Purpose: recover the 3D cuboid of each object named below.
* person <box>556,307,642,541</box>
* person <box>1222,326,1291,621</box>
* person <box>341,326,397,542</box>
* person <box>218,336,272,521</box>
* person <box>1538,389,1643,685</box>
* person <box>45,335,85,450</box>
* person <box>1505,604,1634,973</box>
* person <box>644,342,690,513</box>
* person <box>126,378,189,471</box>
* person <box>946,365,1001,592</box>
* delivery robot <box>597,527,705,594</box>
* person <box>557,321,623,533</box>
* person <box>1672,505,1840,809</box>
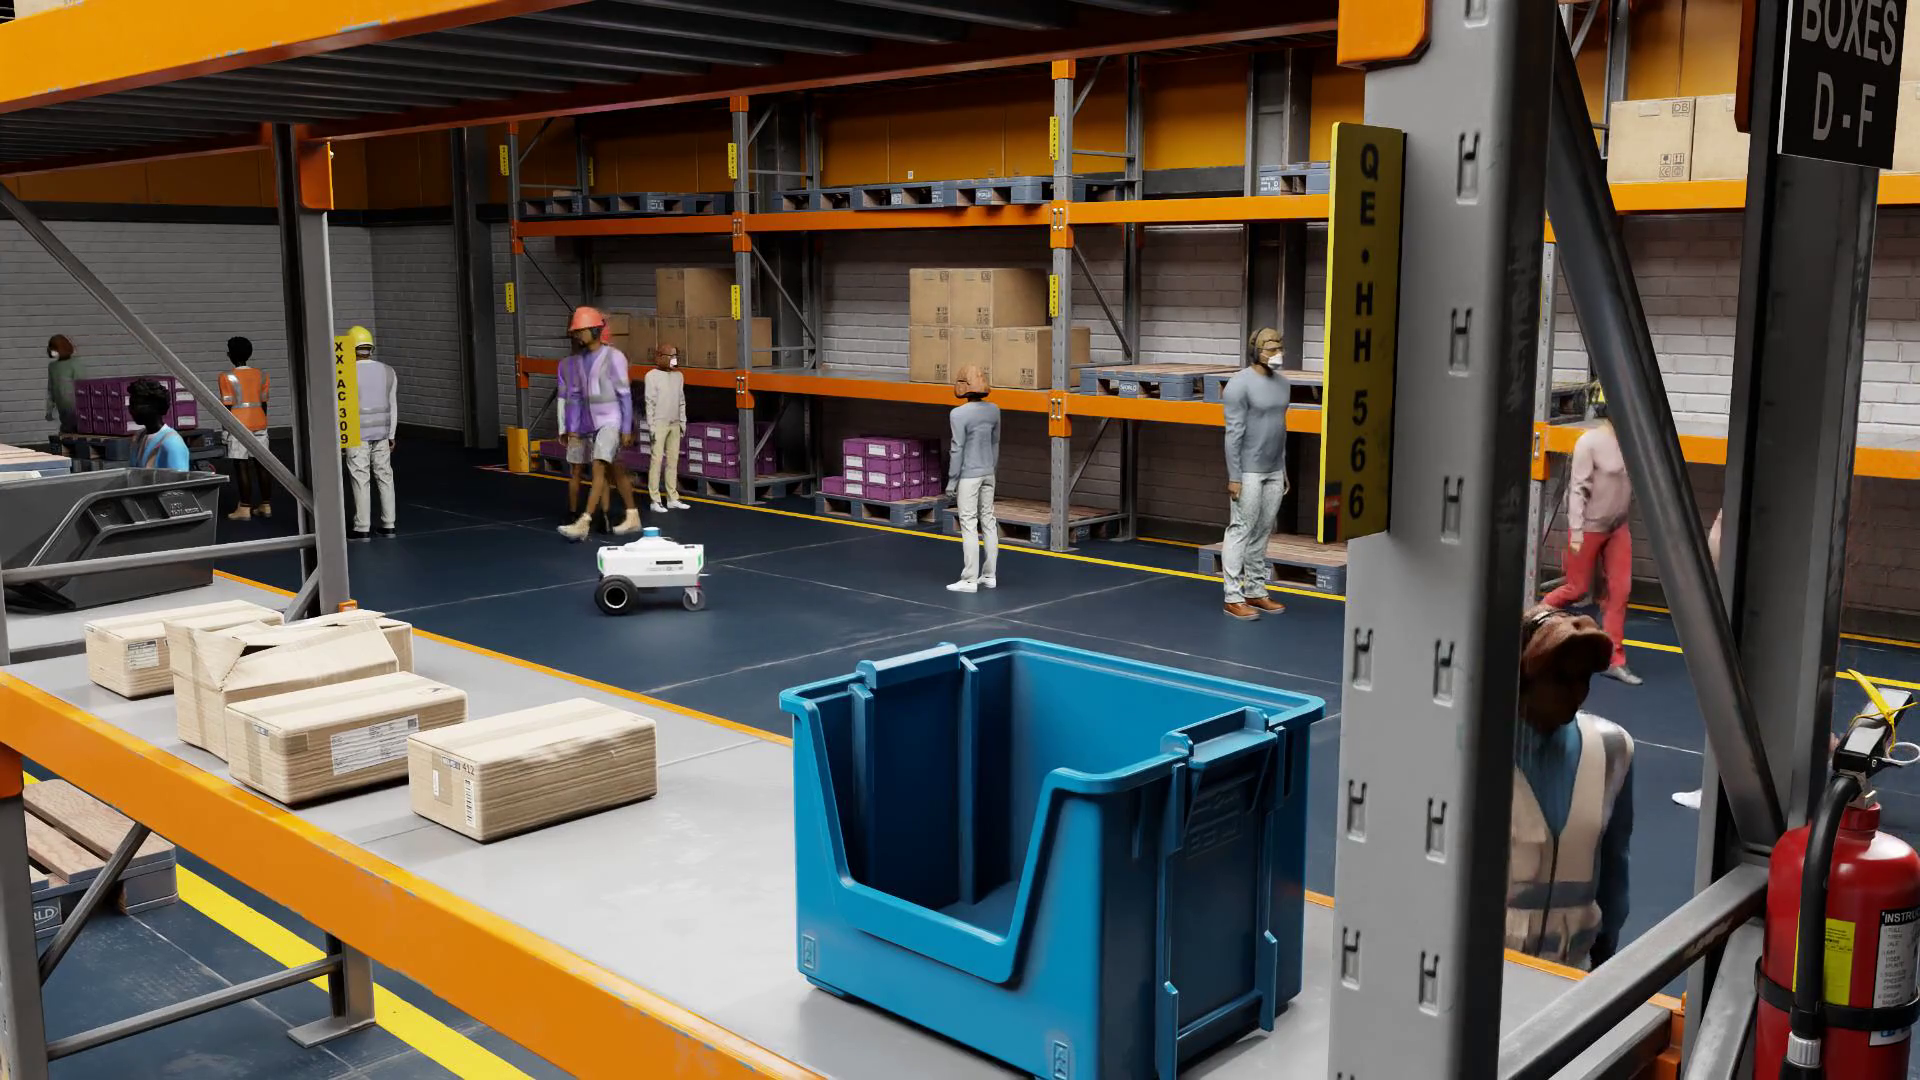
[{"bbox_3d":[-3.125,-0.987,14.223,0.617,1.984,1.030,8,12,40],"label":"person"},{"bbox_3d":[1.981,-0.446,11.056,0.630,1.938,0.369,-9,13,-43],"label":"person"},{"bbox_3d":[-5.069,-0.899,14.157,0.403,1.834,0.588,7,12,36],"label":"person"},{"bbox_3d":[-6.604,-1.027,15.364,0.318,1.697,0.535,4,10,24],"label":"person"},{"bbox_3d":[3.574,-0.086,9.463,0.535,1.739,0.752,-5,10,-27],"label":"person"},{"bbox_3d":[-9.587,-1.379,17.743,0.532,1.609,0.605,5,10,27],"label":"person"},{"bbox_3d":[1.199,0.913,3.710,0.545,1.618,0.553,-2,9,-11],"label":"person"},{"bbox_3d":[-2.805,-1.080,15.904,0.277,1.628,0.500,7,11,36],"label":"person"},{"bbox_3d":[-4.648,-0.102,9.735,0.537,1.688,0.323,9,13,44],"label":"person"},{"bbox_3d":[0.094,-0.440,11.958,0.285,1.633,0.497,8,12,41],"label":"person"},{"bbox_3d":[-2.093,0.157,11.303,0.707,0.478,0.477,-1,9,-8],"label":"delivery robot"},{"bbox_3d":[-3.266,-1.004,14.666,0.613,1.891,0.641,1,9,7],"label":"person"},{"bbox_3d":[3.401,0.250,6.954,0.589,1.881,0.656,6,11,31],"label":"person"}]
